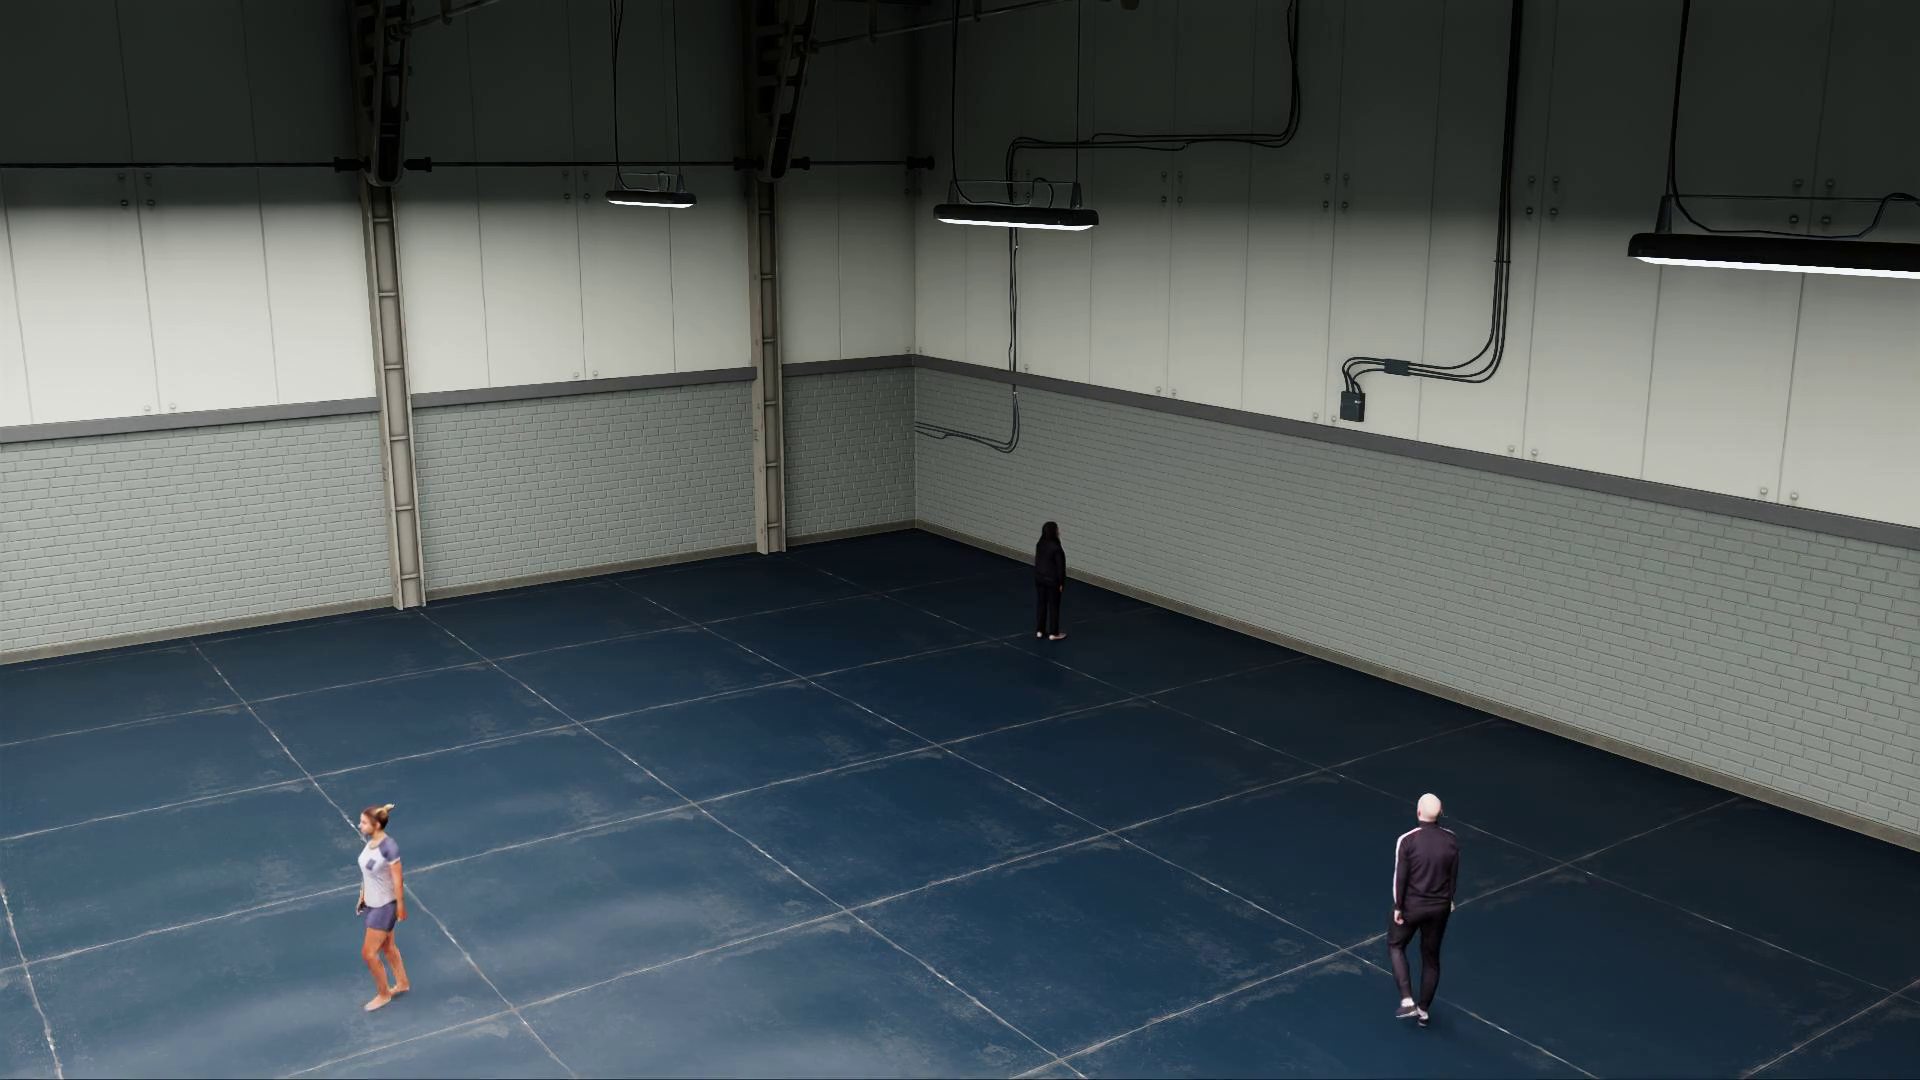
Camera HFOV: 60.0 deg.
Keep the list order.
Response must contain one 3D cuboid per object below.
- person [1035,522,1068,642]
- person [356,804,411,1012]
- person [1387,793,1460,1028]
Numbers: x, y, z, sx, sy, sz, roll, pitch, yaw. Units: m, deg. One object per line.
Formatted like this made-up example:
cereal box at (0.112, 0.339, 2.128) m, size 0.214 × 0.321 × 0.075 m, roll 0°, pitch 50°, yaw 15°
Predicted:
person at (1.208, 0.552, 22.523) m, size 0.669 × 1.612 × 0.674 m, roll -12°, pitch 18°, yaw -43°
person at (-4.391, 2.794, 12.850) m, size 0.618 × 1.607 × 0.561 m, roll -9°, pitch 16°, yaw -34°
person at (3.476, 2.795, 12.365) m, size 0.828 × 1.824 × 0.902 m, roll -1°, pitch 13°, yaw -3°
